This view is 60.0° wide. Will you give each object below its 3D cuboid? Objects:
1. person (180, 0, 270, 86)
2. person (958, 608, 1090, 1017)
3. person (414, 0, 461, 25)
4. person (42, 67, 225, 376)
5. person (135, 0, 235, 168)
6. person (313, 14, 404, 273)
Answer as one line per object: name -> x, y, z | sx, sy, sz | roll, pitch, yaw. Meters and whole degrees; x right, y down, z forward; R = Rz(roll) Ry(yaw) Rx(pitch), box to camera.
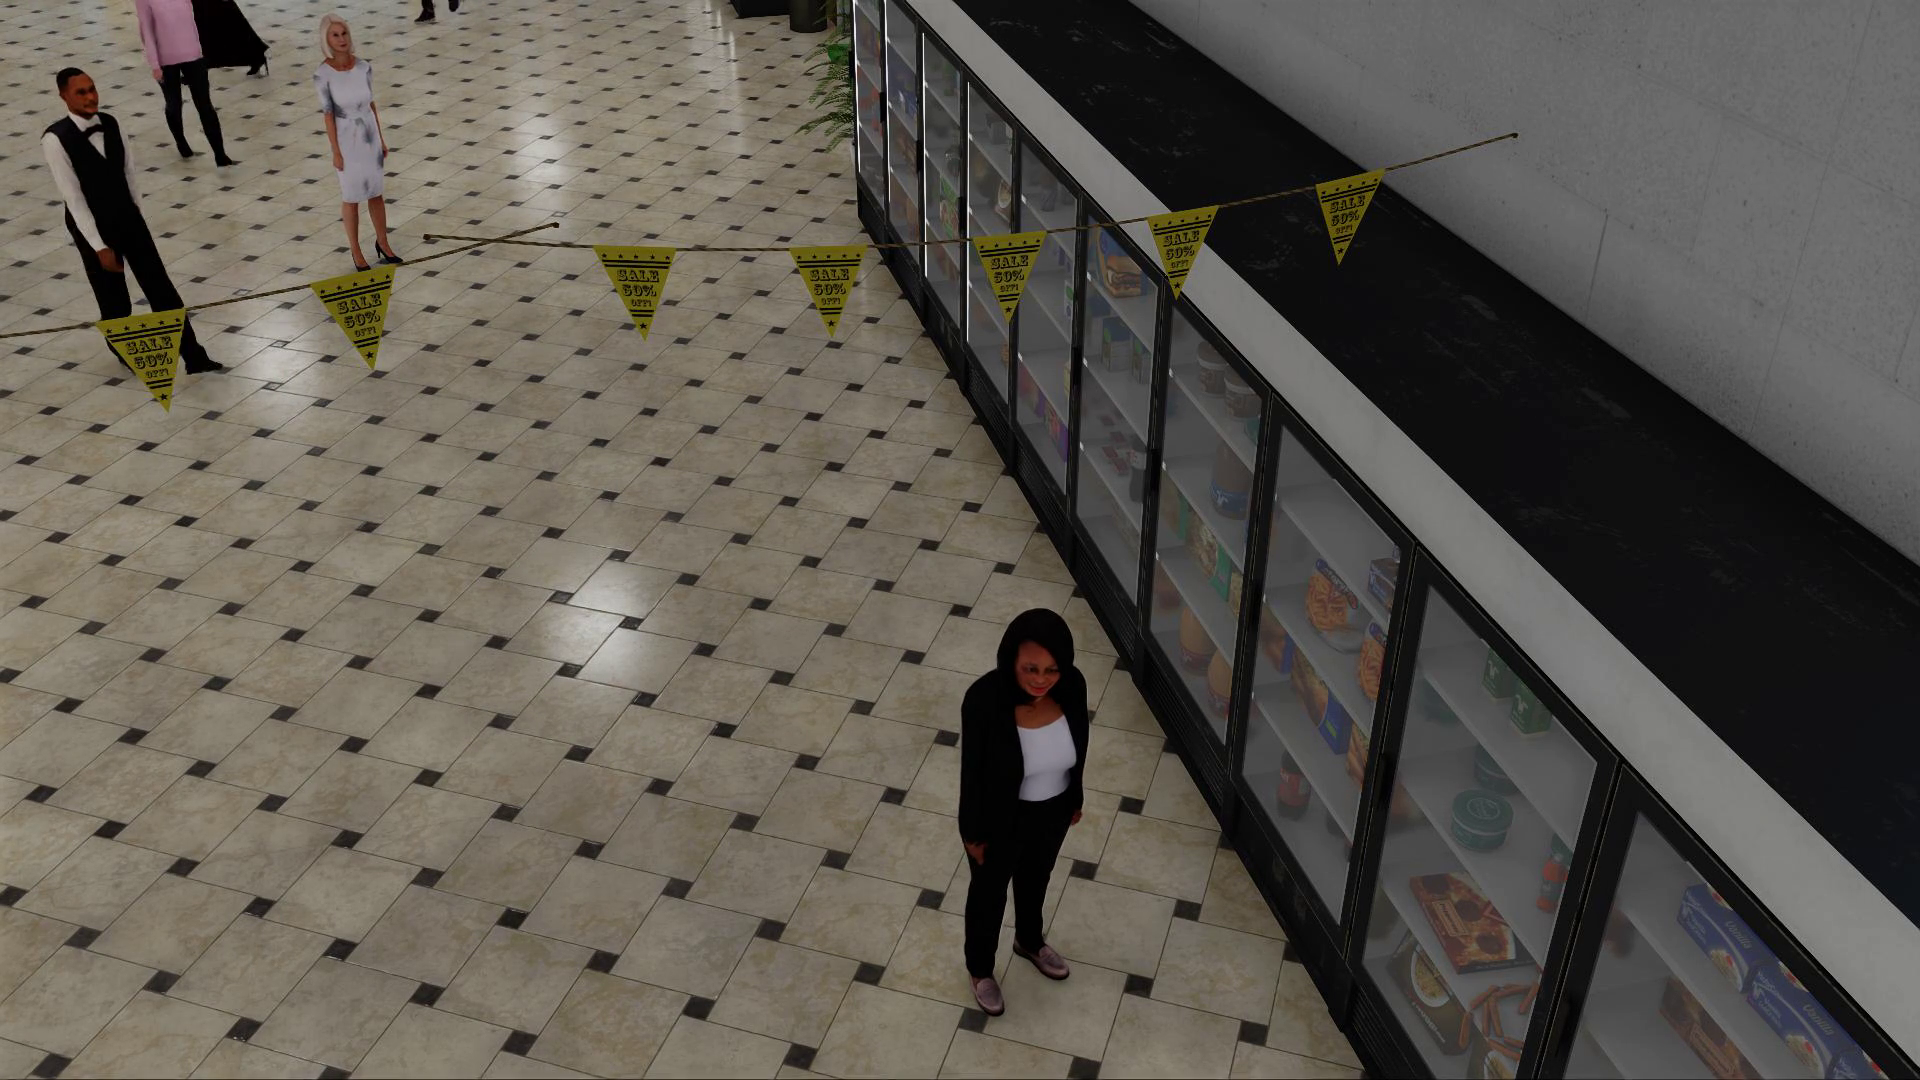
person -> -6.706, -4.995, 15.062 | 1.224, 1.706, 0.940 | -21, 37, -30
person -> 0.200, 0.900, 5.677 | 0.666, 1.612, 0.784 | -18, 36, -27
person -> -5.425, -6.197, 16.885 | 0.927, 1.821, 0.974 | 12, 34, 19
person -> -5.089, -1.841, 9.825 | 1.181, 1.883, 1.171 | 21, 37, 30
person -> -6.237, -3.790, 13.185 | 1.131, 1.644, 1.019 | -26, 40, -35
person -> -4.119, -2.698, 11.328 | 0.705, 1.750, 0.618 | 23, 39, 32
